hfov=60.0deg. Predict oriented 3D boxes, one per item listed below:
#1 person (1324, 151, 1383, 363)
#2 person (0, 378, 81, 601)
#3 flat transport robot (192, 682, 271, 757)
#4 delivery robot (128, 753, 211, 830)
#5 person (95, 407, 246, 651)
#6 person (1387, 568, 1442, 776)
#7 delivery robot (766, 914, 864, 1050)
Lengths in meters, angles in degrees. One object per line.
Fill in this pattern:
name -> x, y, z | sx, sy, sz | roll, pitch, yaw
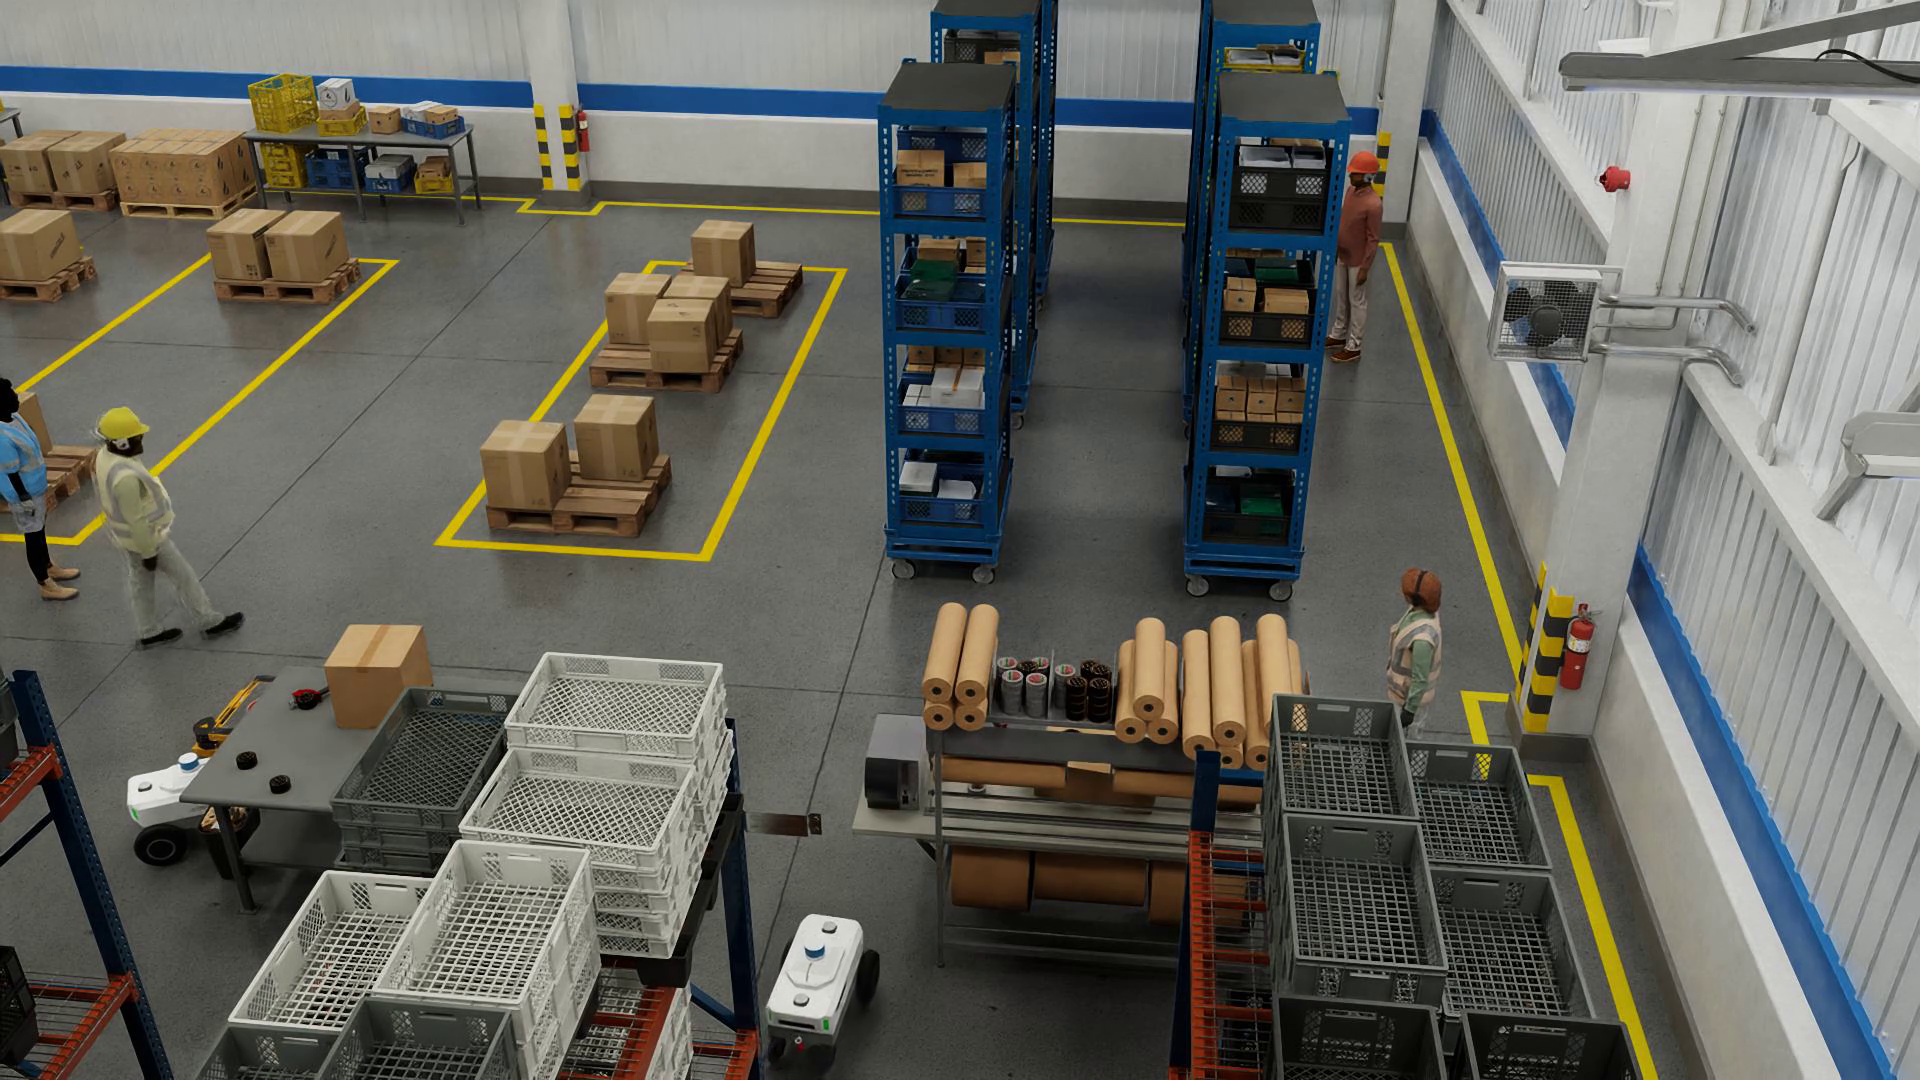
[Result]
person -> 3.661, -2.643, 15.484 | 0.375, 1.997, 0.612 | -8, 31, -14
person -> -6.660, -0.371, 11.874 | 0.318, 1.697, 0.533 | -11, 32, -18
flat transport robot -> -4.089, 1.163, 10.648 | 1.431, 0.197, 0.652 | 3, 30, 6
delivery robot -> -4.472, 1.468, 9.754 | 0.707, 0.478, 0.477 | -12, 32, -19
person -> -5.416, -0.104, 11.306 | 0.747, 1.804, 0.617 | -22, 37, -33
person -> 2.640, 0.888, 9.771 | 0.313, 1.636, 0.517 | 6, 31, 11
delivery robot -> -0.730, 2.228, 8.449 | 0.477, 0.478, 0.707 | 6, 31, 10
